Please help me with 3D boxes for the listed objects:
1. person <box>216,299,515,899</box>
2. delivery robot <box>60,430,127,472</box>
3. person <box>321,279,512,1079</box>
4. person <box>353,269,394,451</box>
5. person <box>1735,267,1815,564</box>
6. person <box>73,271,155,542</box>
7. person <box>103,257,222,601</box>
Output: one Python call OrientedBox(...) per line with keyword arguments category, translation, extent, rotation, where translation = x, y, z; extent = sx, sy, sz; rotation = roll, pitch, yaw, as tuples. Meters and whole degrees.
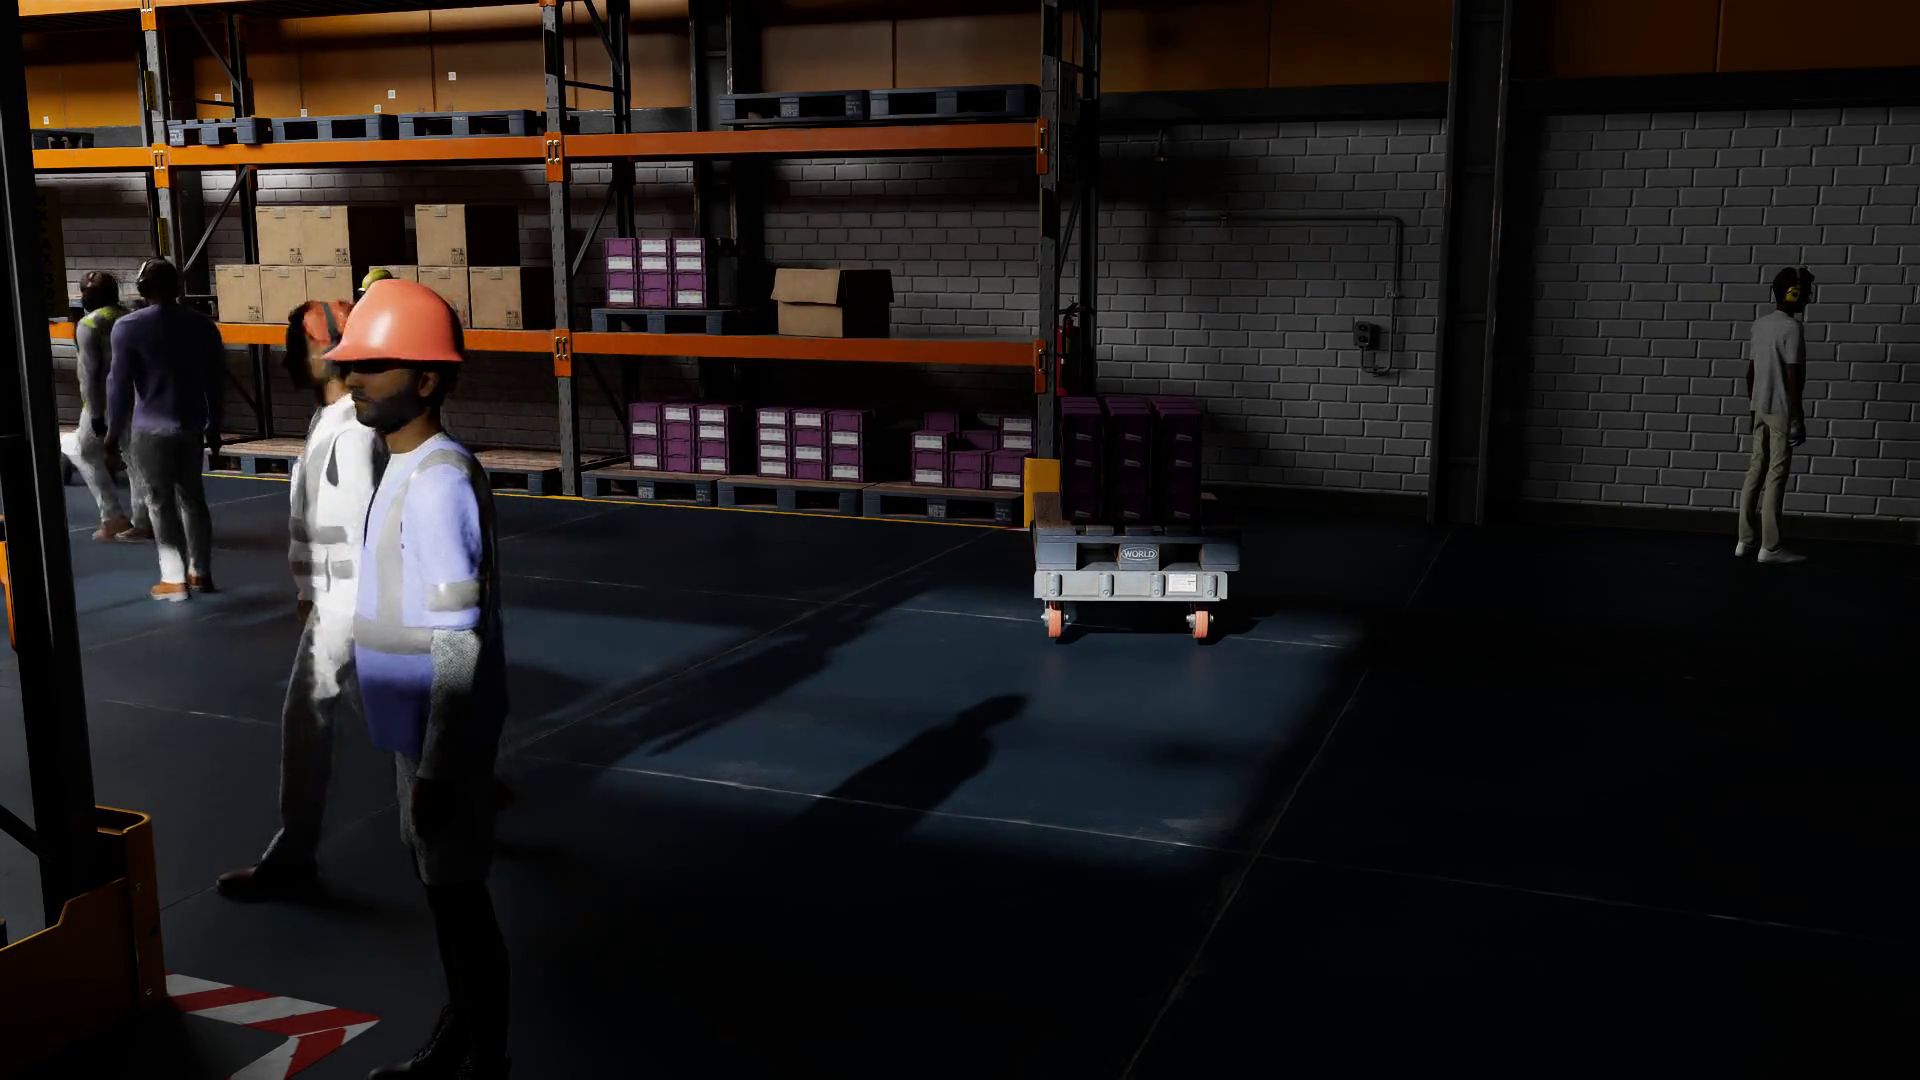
OrientedBox(category="person", translation=(-1.896, 0.168, 5.252), extent=(0.890, 1.856, 0.588), rotation=(-4, 11, -19))
OrientedBox(category="delivery robot", translation=(-7.187, -0.777, 13.865), extent=(0.707, 0.478, 0.477), rotation=(6, 12, 30))
OrientedBox(category="person", translation=(-1.188, 0.401, 3.703), extent=(0.344, 1.942, 0.547), rotation=(-5, 11, -24))
OrientedBox(category="person", translation=(-4.016, -0.970, 11.641), extent=(0.599, 1.832, 0.404), rotation=(5, 12, 28))
OrientedBox(category="person", translation=(5.184, -0.787, 10.540), extent=(0.327, 1.865, 0.521), rotation=(-1, 10, -8))
OrientedBox(category="person", translation=(-5.700, -0.886, 11.210), extent=(0.462, 1.829, 0.644), rotation=(3, 11, 16))
OrientedBox(category="person", translation=(-4.486, -0.624, 9.426), extent=(0.421, 1.931, 0.646), rotation=(6, 12, 29))
